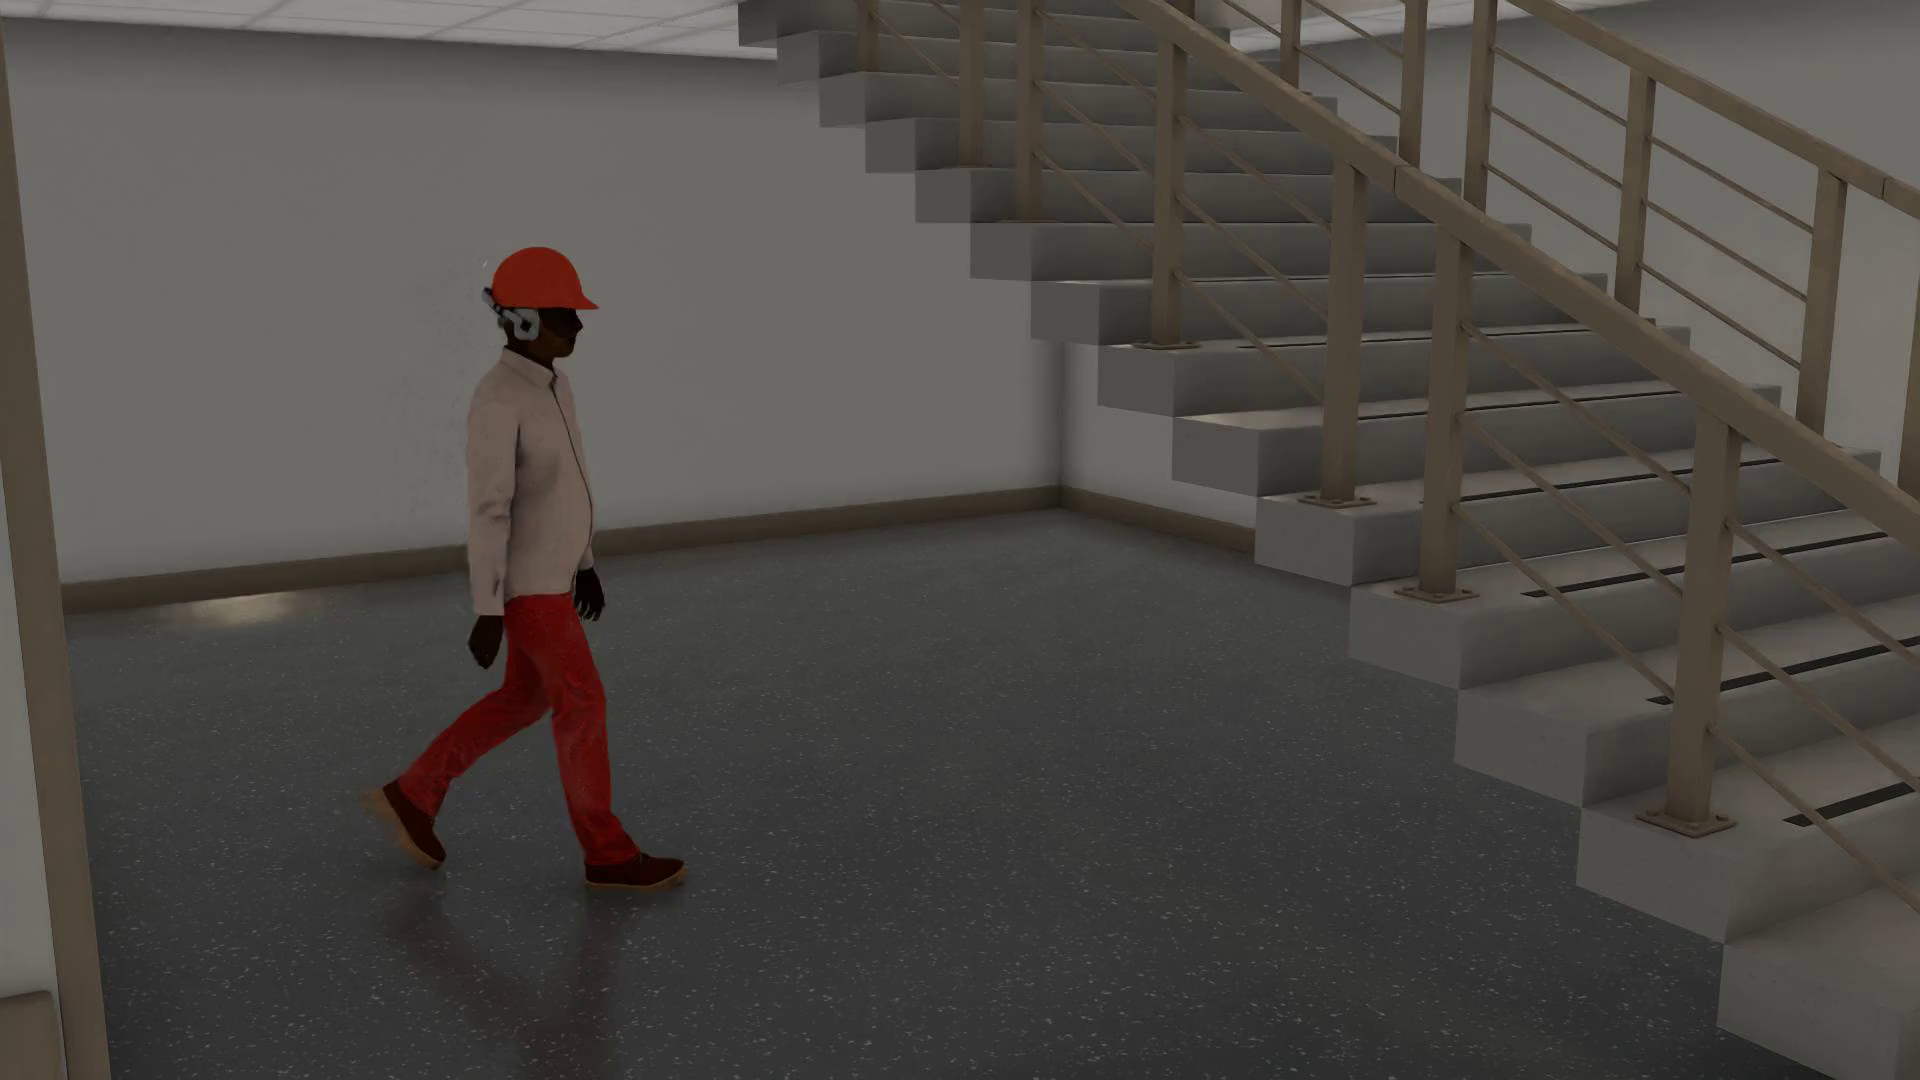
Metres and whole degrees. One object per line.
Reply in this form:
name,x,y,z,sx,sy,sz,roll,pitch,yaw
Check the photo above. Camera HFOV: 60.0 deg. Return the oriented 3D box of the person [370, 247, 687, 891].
person,-1.349,0.108,5.003,0.930,1.969,0.603,0,11,-1
